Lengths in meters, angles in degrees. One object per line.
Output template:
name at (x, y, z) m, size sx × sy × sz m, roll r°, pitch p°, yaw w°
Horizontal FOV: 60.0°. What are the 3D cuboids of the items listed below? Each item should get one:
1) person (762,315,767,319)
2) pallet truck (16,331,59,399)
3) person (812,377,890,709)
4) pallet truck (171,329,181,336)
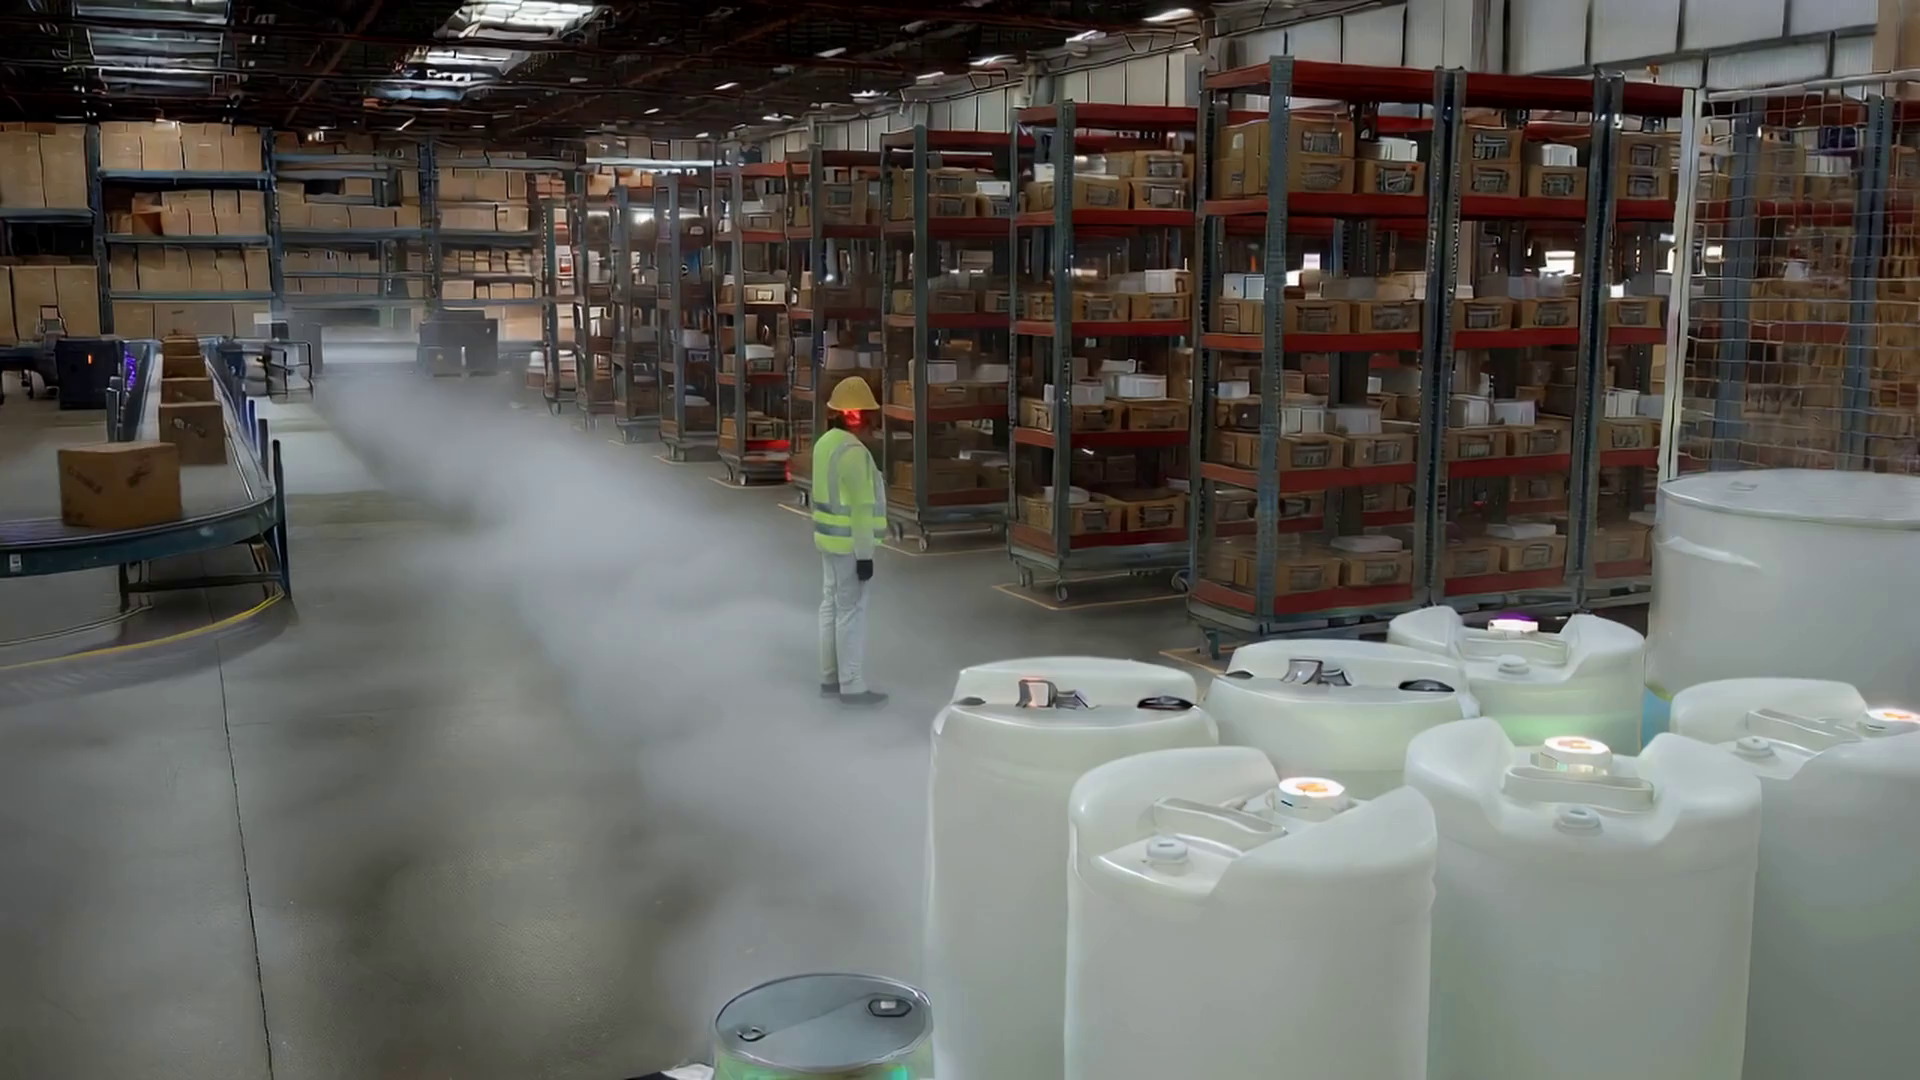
person at (-5.333, -5.548, 43.483) m, size 0.615 × 1.923 × 0.802 m, roll 1°, pitch 9°, yaw 9°
pallet truck at (-17.082, -3.353, 31.781) m, size 1.630 × 1.274 × 0.653 m, roll -4°, pitch 10°, yaw -25°
person at (-0.608, 0.013, 9.243) m, size 0.403 × 1.832 × 0.594 m, roll -4°, pitch 10°, yaw -24°
pallet truck at (-17.275, -3.851, 35.096) m, size 1.601 × 1.201 × 0.680 m, roll 0°, pitch 9°, yaw 1°
